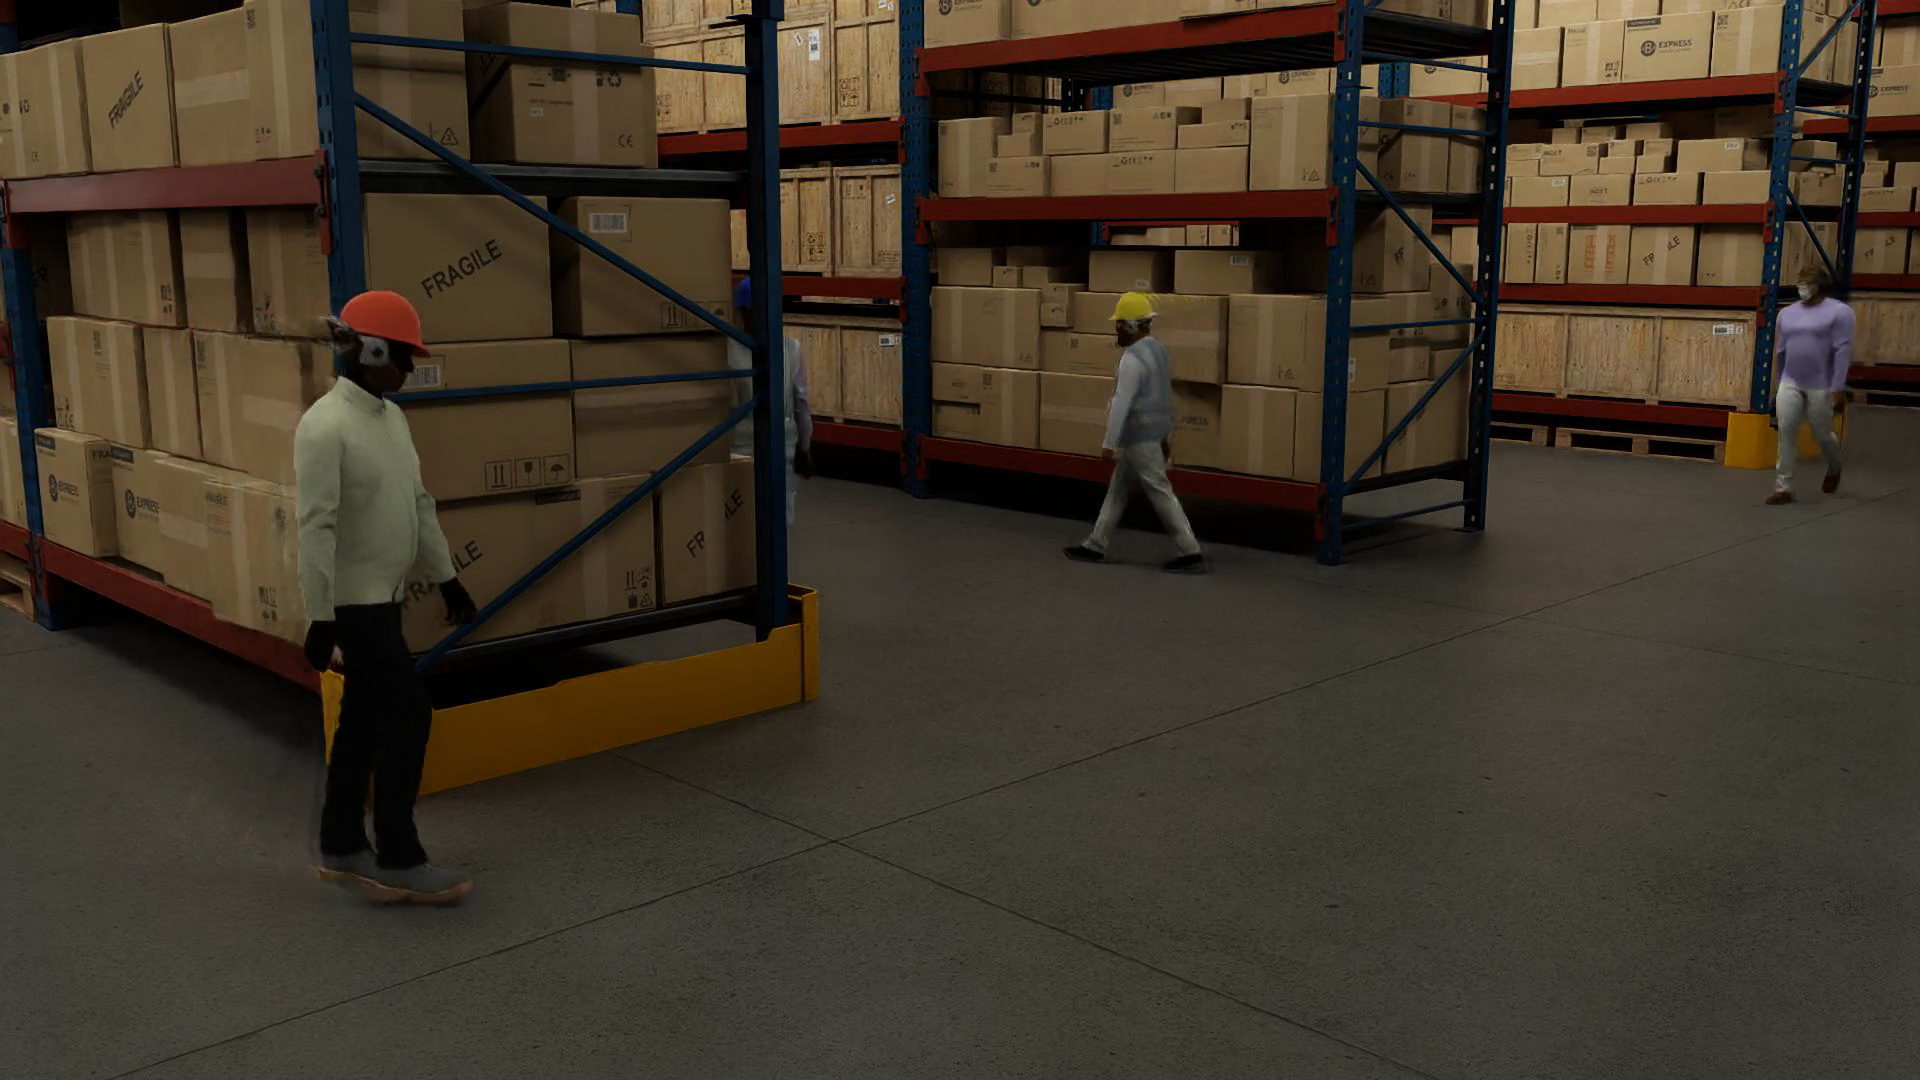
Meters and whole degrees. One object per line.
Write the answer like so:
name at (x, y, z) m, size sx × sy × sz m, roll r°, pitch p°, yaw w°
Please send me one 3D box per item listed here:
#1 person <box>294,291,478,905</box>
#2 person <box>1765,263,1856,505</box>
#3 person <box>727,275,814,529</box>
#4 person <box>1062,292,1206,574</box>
person at (-1.826, 0.185, 5.393) m, size 0.716 × 1.947 × 0.636 m, roll 0°, pitch 10°, yaw -1°
person at (6.804, -1.242, 13.256) m, size 0.809 × 1.920 × 0.627 m, roll -8°, pitch 13°, yaw -37°
person at (-1.155, -0.521, 9.294) m, size 0.606 × 1.929 × 0.781 m, roll -8°, pitch 13°, yaw -36°
person at (1.141, -0.675, 10.561) m, size 0.984 × 1.777 × 0.601 m, roll 4°, pitch 11°, yaw 20°
